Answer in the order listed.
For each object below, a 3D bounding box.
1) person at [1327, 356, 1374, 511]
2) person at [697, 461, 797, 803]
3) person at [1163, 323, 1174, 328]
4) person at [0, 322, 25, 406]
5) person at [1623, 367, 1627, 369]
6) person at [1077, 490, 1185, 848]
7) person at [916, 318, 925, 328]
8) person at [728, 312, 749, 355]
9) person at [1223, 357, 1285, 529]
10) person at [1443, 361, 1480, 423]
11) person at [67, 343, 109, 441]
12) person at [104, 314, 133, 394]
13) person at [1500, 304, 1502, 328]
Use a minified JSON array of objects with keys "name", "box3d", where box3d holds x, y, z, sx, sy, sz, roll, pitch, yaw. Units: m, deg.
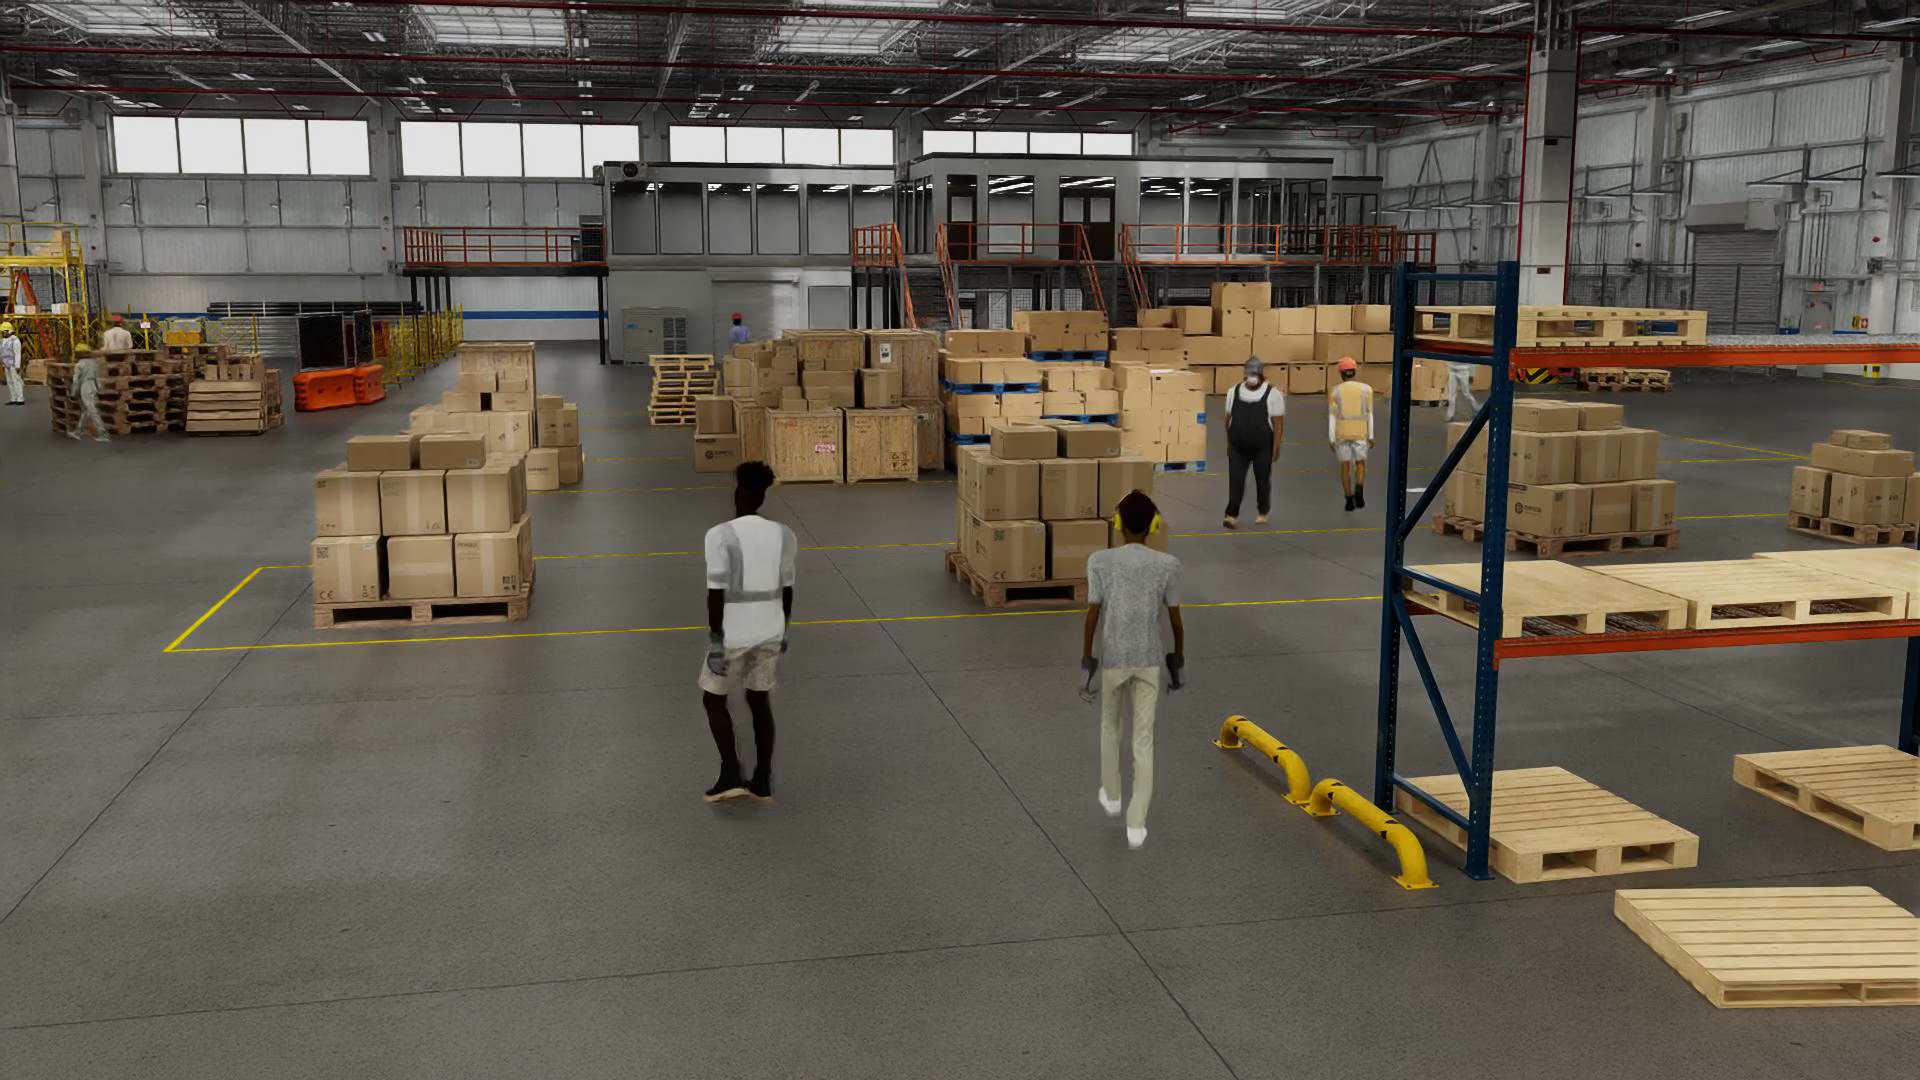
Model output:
[{"name":"person","box3d":[4.815,-1.308,20.535,0.577,1.913,0.454,2,9,9]},{"name":"person","box3d":[-1.175,0.519,9.363,0.646,1.924,0.442,-8,12,-40]},{"name":"person","box3d":[4.236,-3.566,34.449,0.618,1.866,0.582,4,10,21]},{"name":"person","box3d":[-20.594,-3.810,36.073,0.595,1.825,0.404,6,11,32]},{"name":"person","box3d":[18.665,-5.606,46.866,0.328,1.872,0.511,1,9,4]},{"name":"person","box3d":[0.914,0.649,8.869,0.574,1.826,0.868,1,9,3]},{"name":"person","box3d":[-0.850,-4.366,39.414,0.968,1.847,0.590,-3,10,-20]},{"name":"person","box3d":[-5.400,-4.582,40.475,0.416,1.916,0.536,7,11,35]},{"name":"person","box3d":[3.374,-1.149,19.181,0.700,2.000,1.028,4,10,22]},{"name":"person","box3d":[9.776,-3.241,32.323,0.850,1.920,0.616,-8,12,-39]},{"name":"person","box3d":[-15.123,-2.546,28.724,0.891,1.687,0.506,2,9,10]},{"name":"person","box3d":[-19.015,-4.123,37.593,0.642,1.957,1.018,1,9,6]},{"name":"person","box3d":[18.382,-7.124,56.296,0.648,1.801,0.892,-2,10,-15]}]
